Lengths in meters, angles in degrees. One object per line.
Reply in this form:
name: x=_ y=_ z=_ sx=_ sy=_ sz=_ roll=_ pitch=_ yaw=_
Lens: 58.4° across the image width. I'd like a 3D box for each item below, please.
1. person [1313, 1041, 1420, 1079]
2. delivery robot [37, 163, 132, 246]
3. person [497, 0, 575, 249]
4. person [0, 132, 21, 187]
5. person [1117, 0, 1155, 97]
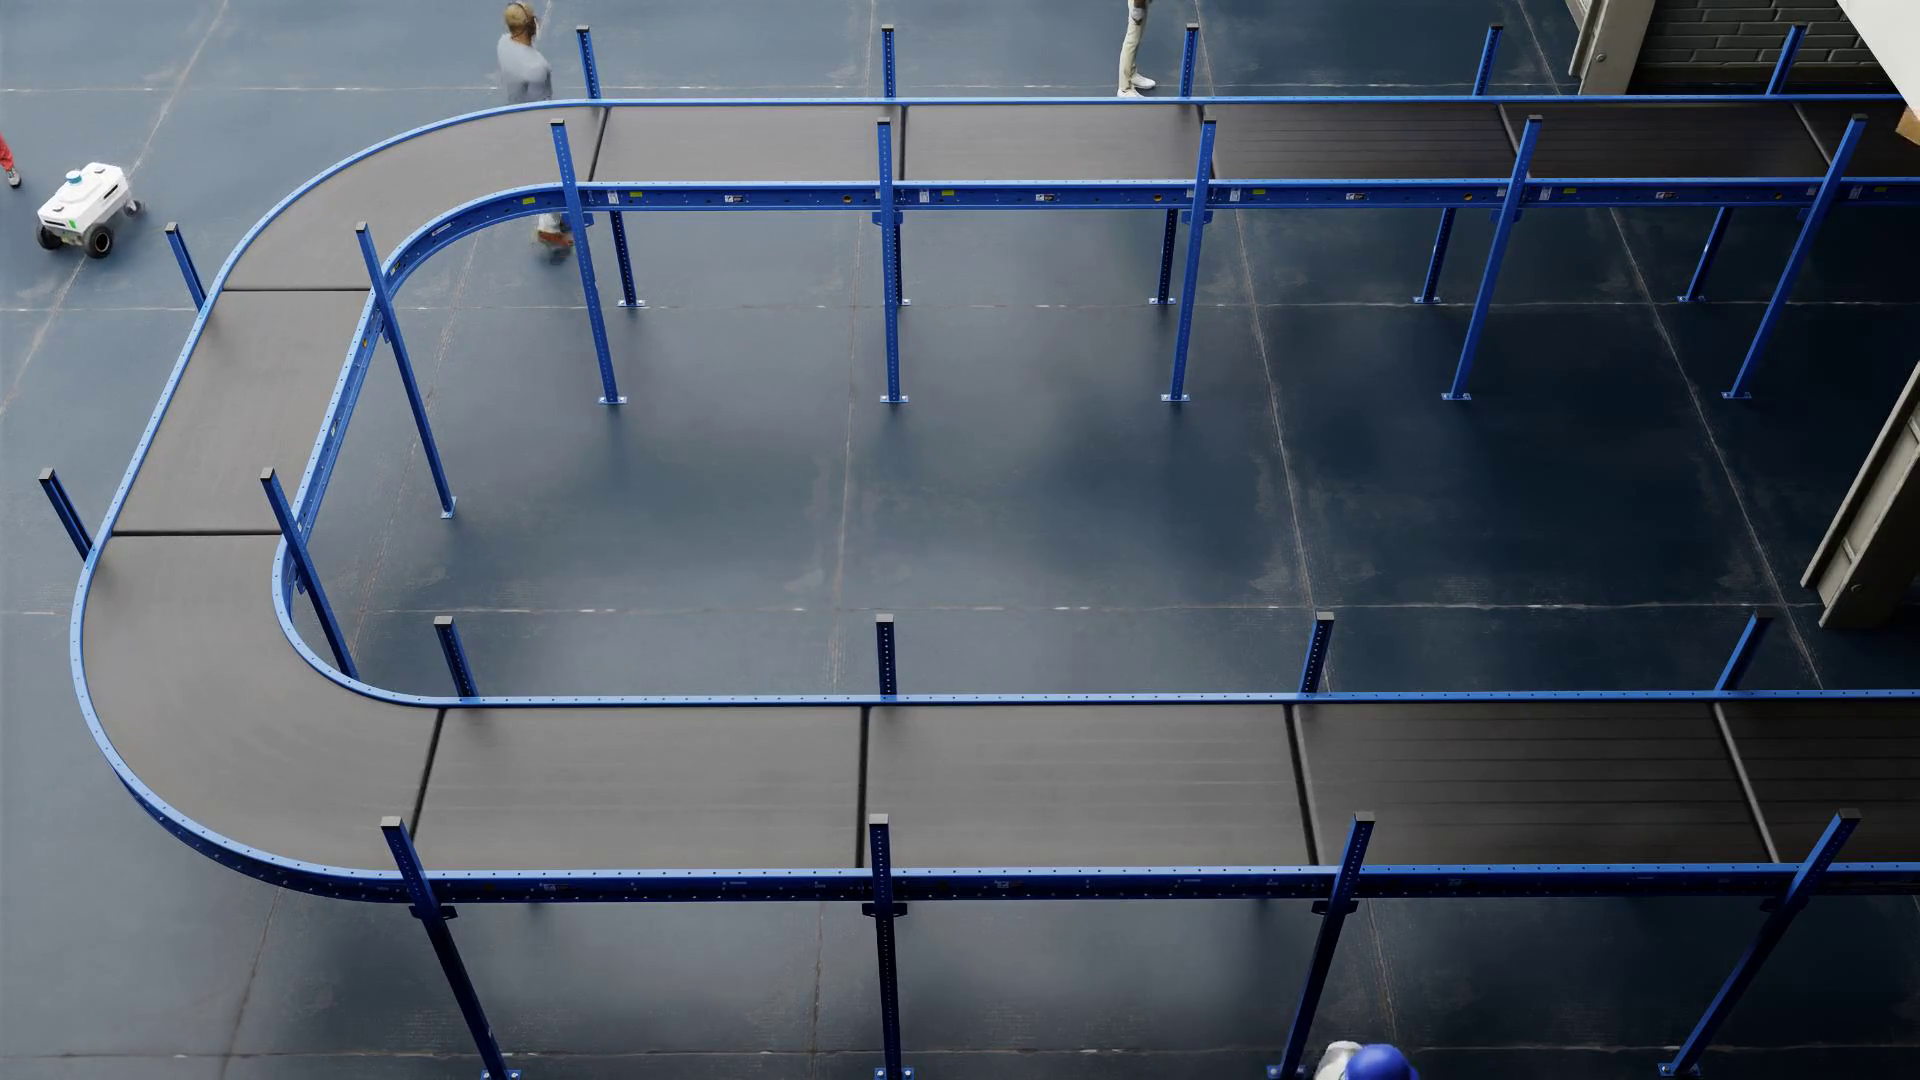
person: x=1.598 y=2.689 z=7.451 sx=0.492 sy=1.933 sz=0.613 roll=1 pitch=47 yaw=1
delivery robot: x=-6.781 y=-2.632 z=13.307 sx=0.477 sy=0.478 sz=0.707 roll=12 pitch=48 yaw=11
person: x=-3.200 y=-3.099 z=12.868 sx=0.484 sy=1.913 sz=0.675 roll=-30 pitch=54 yaw=-25
person: x=-7.840 y=-3.522 z=13.355 sx=0.524 sy=1.772 sz=0.300 roll=-12 pitch=48 yaw=-11
person: x=1.522 y=-4.523 z=14.226 sx=0.331 sy=1.865 sz=0.519 roll=13 pitch=48 yaw=11
